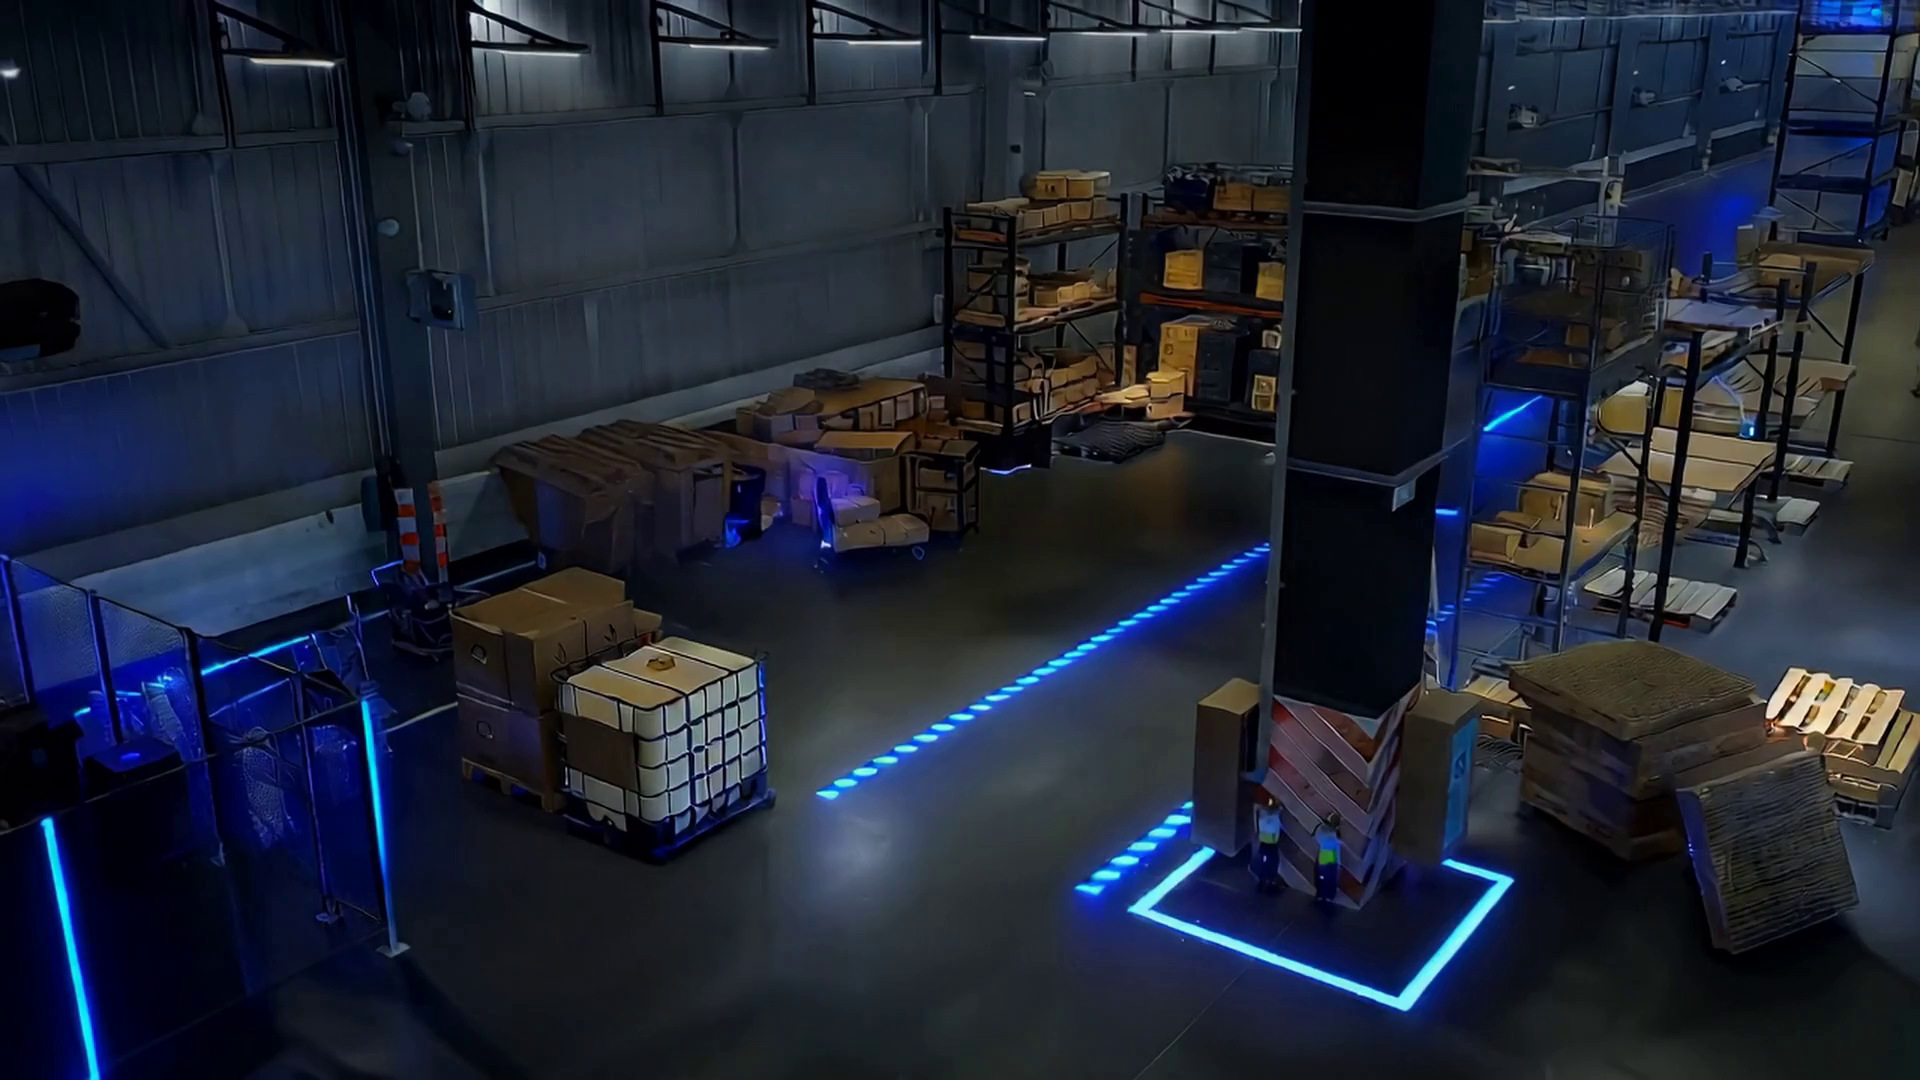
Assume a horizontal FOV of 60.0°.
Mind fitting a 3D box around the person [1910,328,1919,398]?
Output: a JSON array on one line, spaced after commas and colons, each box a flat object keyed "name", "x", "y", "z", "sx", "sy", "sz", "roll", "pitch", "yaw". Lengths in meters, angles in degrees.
[{"name": "person", "x": 14.255, "y": -2.910, "z": 24.101, "sx": 0.549, "sy": 1.894, "sz": 0.952, "roll": -1, "pitch": 18, "yaw": -4}]
